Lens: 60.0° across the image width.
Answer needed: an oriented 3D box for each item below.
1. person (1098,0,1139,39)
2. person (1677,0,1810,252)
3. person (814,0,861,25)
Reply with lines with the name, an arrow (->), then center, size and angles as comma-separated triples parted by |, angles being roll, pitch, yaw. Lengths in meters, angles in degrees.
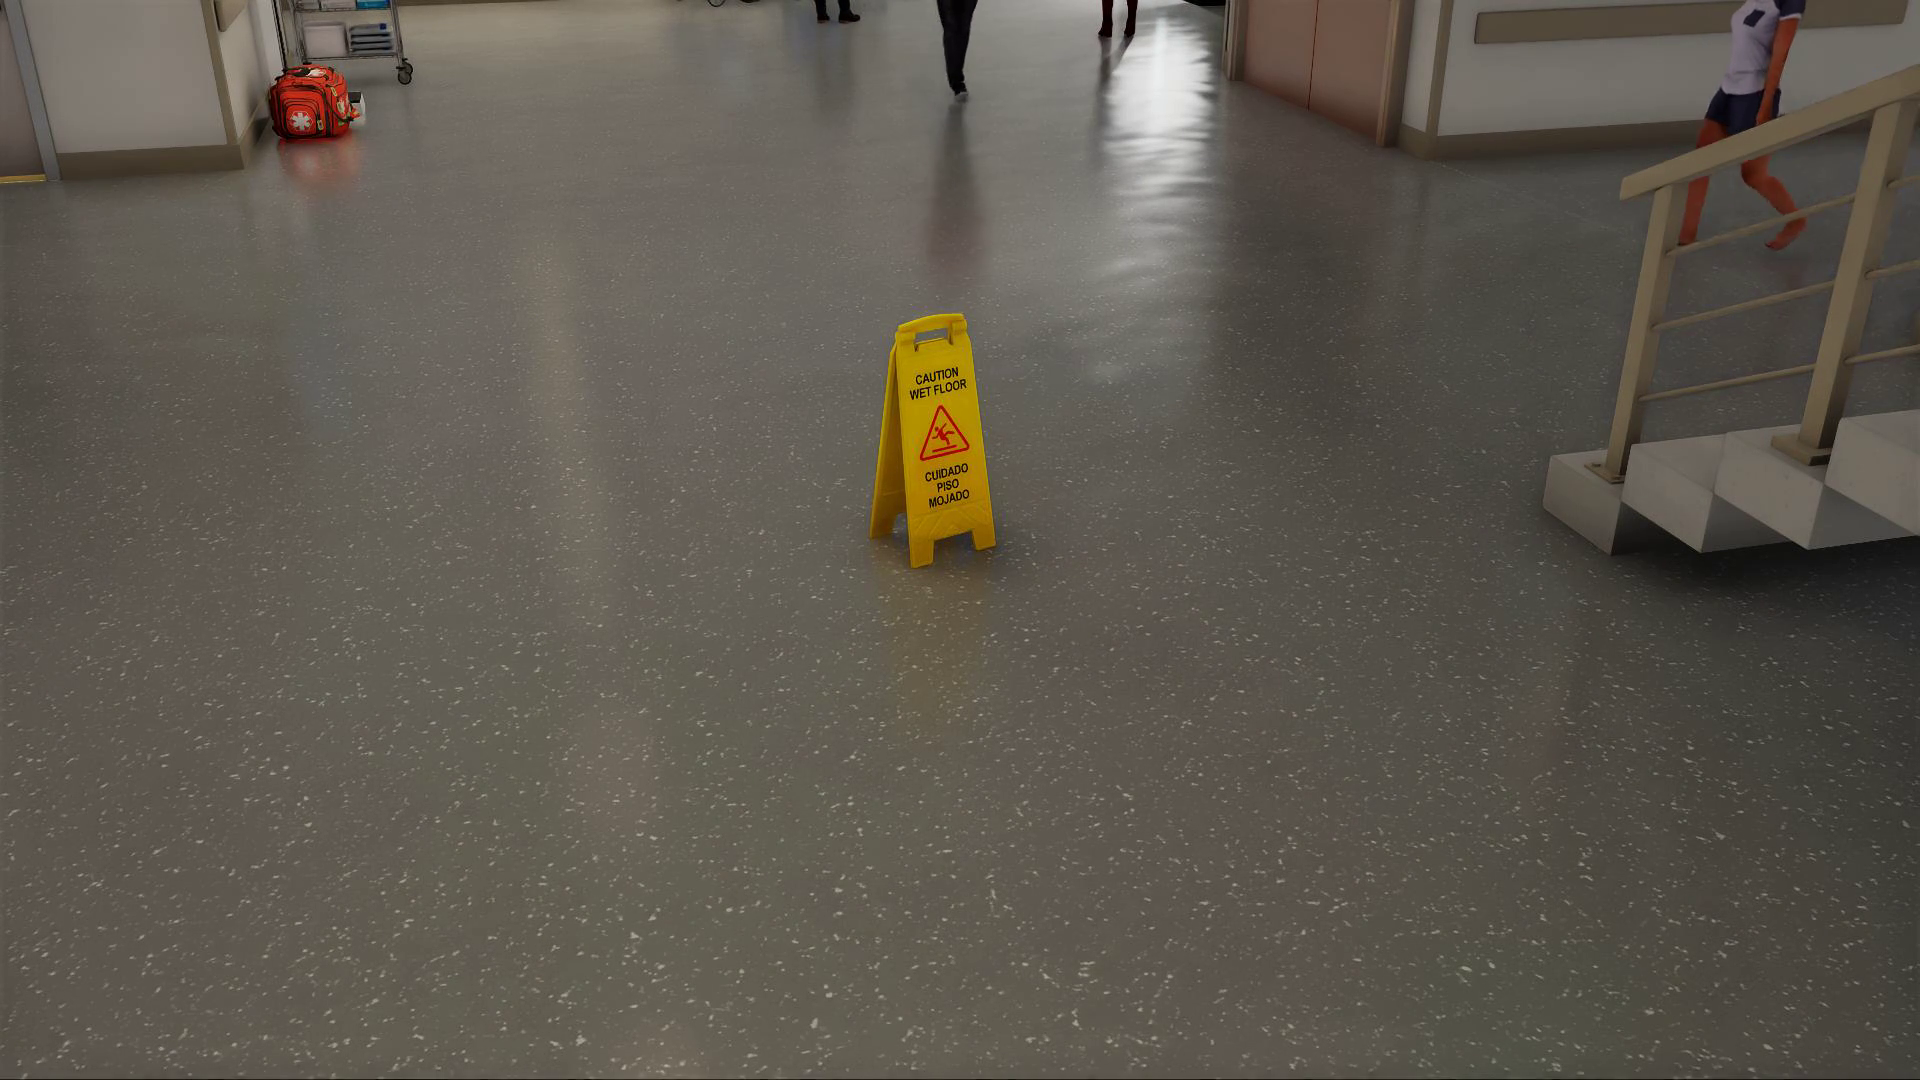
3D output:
person -> 1.421, -5.338, 14.687 | 0.611, 1.711, 0.564 | -3, 26, -7
person -> 4.020, -2.197, 8.311 | 0.764, 1.593, 0.962 | -1, 26, -3
person -> -1.212, -5.768, 15.400 | 0.712, 1.868, 0.734 | 7, 27, 13
